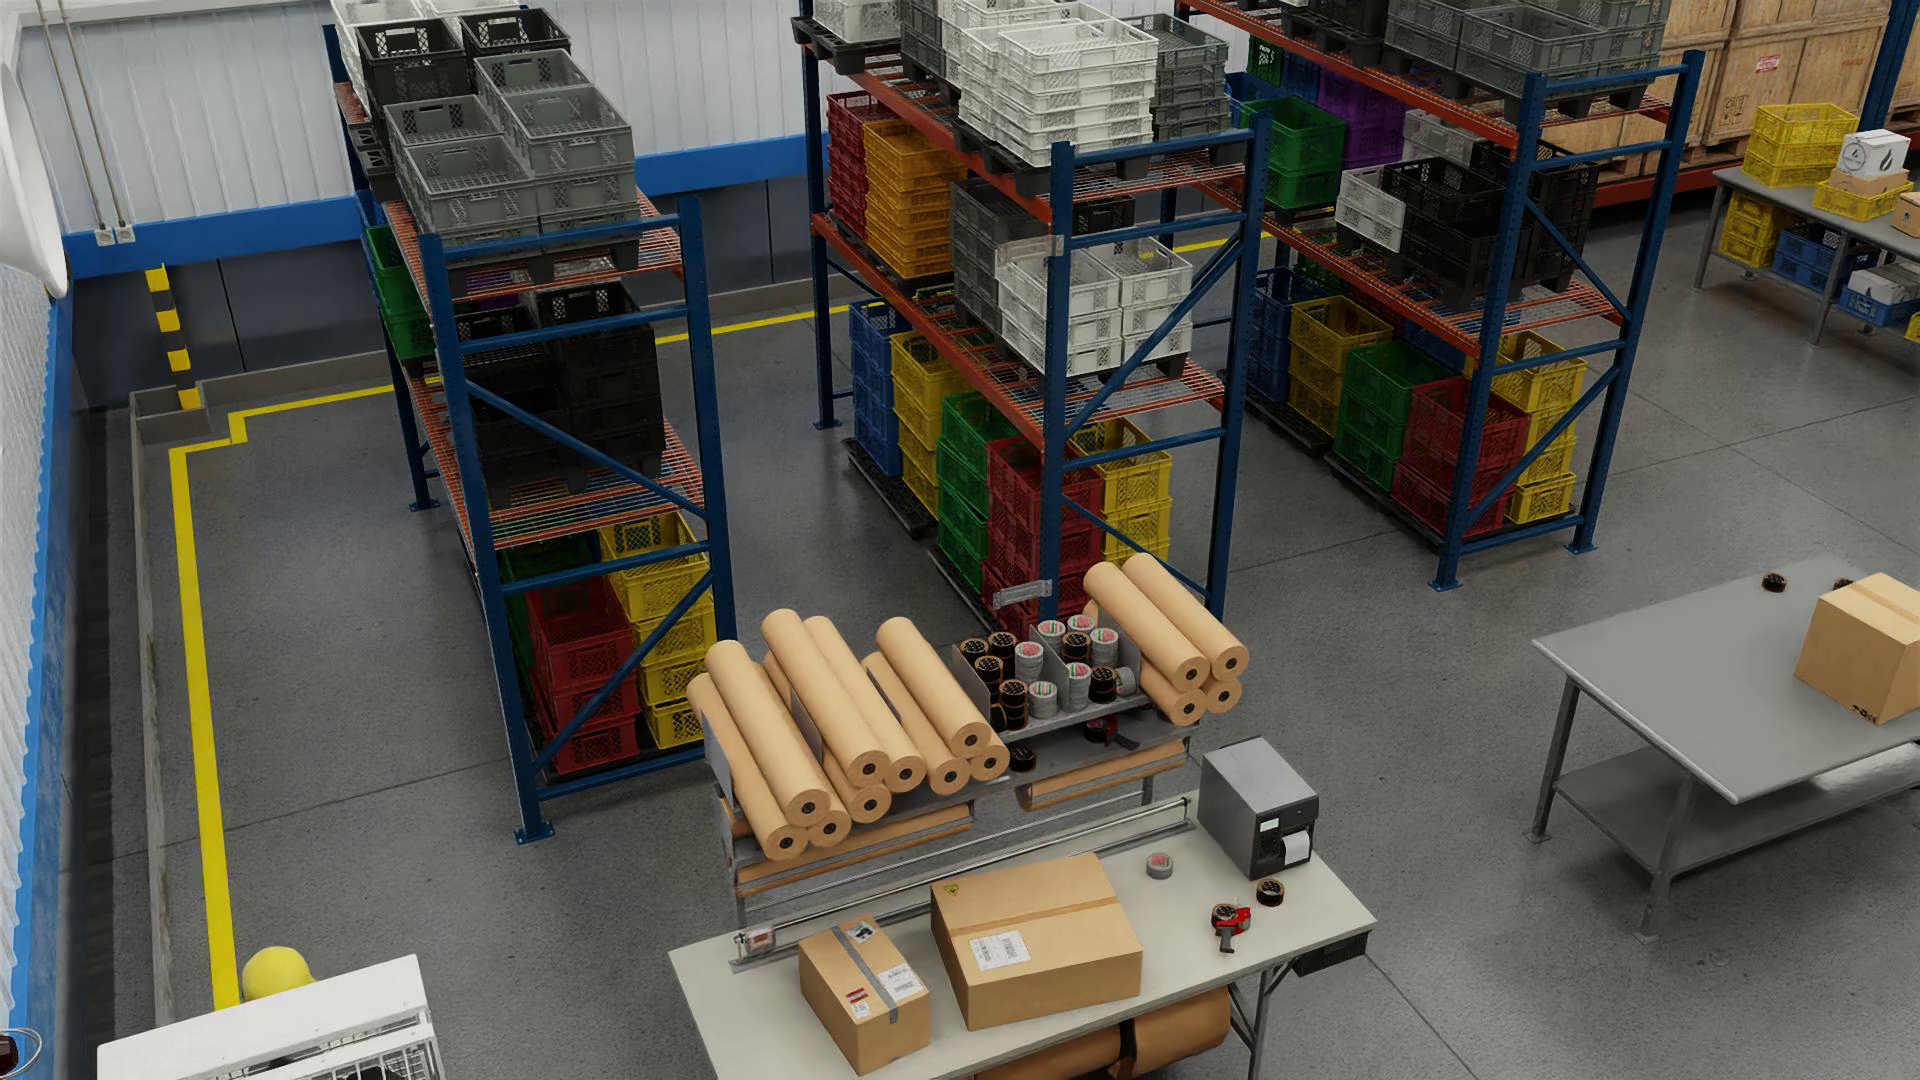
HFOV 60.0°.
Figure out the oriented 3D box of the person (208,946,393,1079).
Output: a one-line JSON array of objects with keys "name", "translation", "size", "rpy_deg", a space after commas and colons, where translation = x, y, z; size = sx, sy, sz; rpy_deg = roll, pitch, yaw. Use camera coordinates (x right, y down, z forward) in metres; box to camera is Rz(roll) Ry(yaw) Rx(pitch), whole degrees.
[{"name": "person", "translation": [-2.032, 1.977, 5.328], "size": [0.524, 1.772, 0.299], "rpy_deg": [-20, 37, -29]}]
